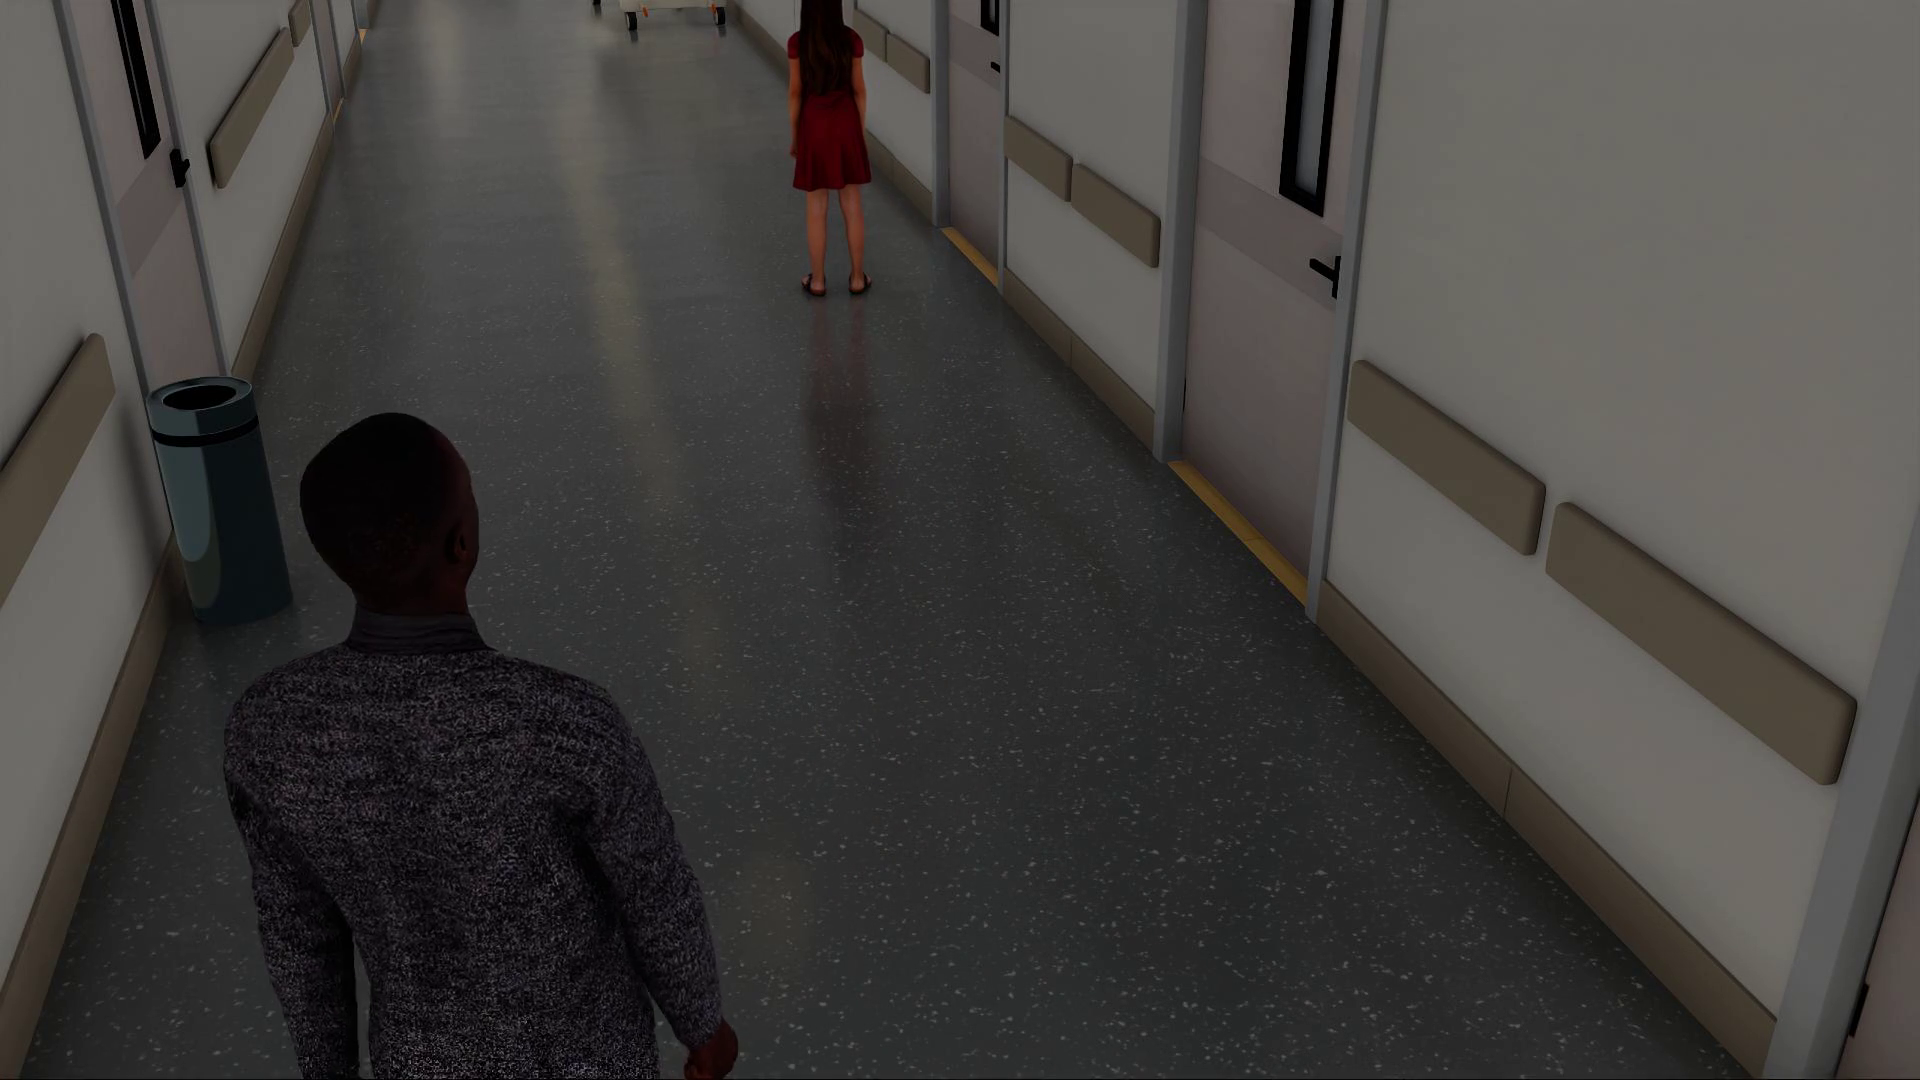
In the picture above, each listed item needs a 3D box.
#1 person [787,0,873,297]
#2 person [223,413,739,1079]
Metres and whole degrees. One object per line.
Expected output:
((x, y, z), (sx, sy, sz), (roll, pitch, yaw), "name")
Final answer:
((-0.632, -1.959, 8.004), (0.572, 1.553, 0.635), (-3, 26, -7), "person")
((-0.592, 0.752, 2.094), (1.192, 1.812, 1.073), (5, 26, 10), "person")
